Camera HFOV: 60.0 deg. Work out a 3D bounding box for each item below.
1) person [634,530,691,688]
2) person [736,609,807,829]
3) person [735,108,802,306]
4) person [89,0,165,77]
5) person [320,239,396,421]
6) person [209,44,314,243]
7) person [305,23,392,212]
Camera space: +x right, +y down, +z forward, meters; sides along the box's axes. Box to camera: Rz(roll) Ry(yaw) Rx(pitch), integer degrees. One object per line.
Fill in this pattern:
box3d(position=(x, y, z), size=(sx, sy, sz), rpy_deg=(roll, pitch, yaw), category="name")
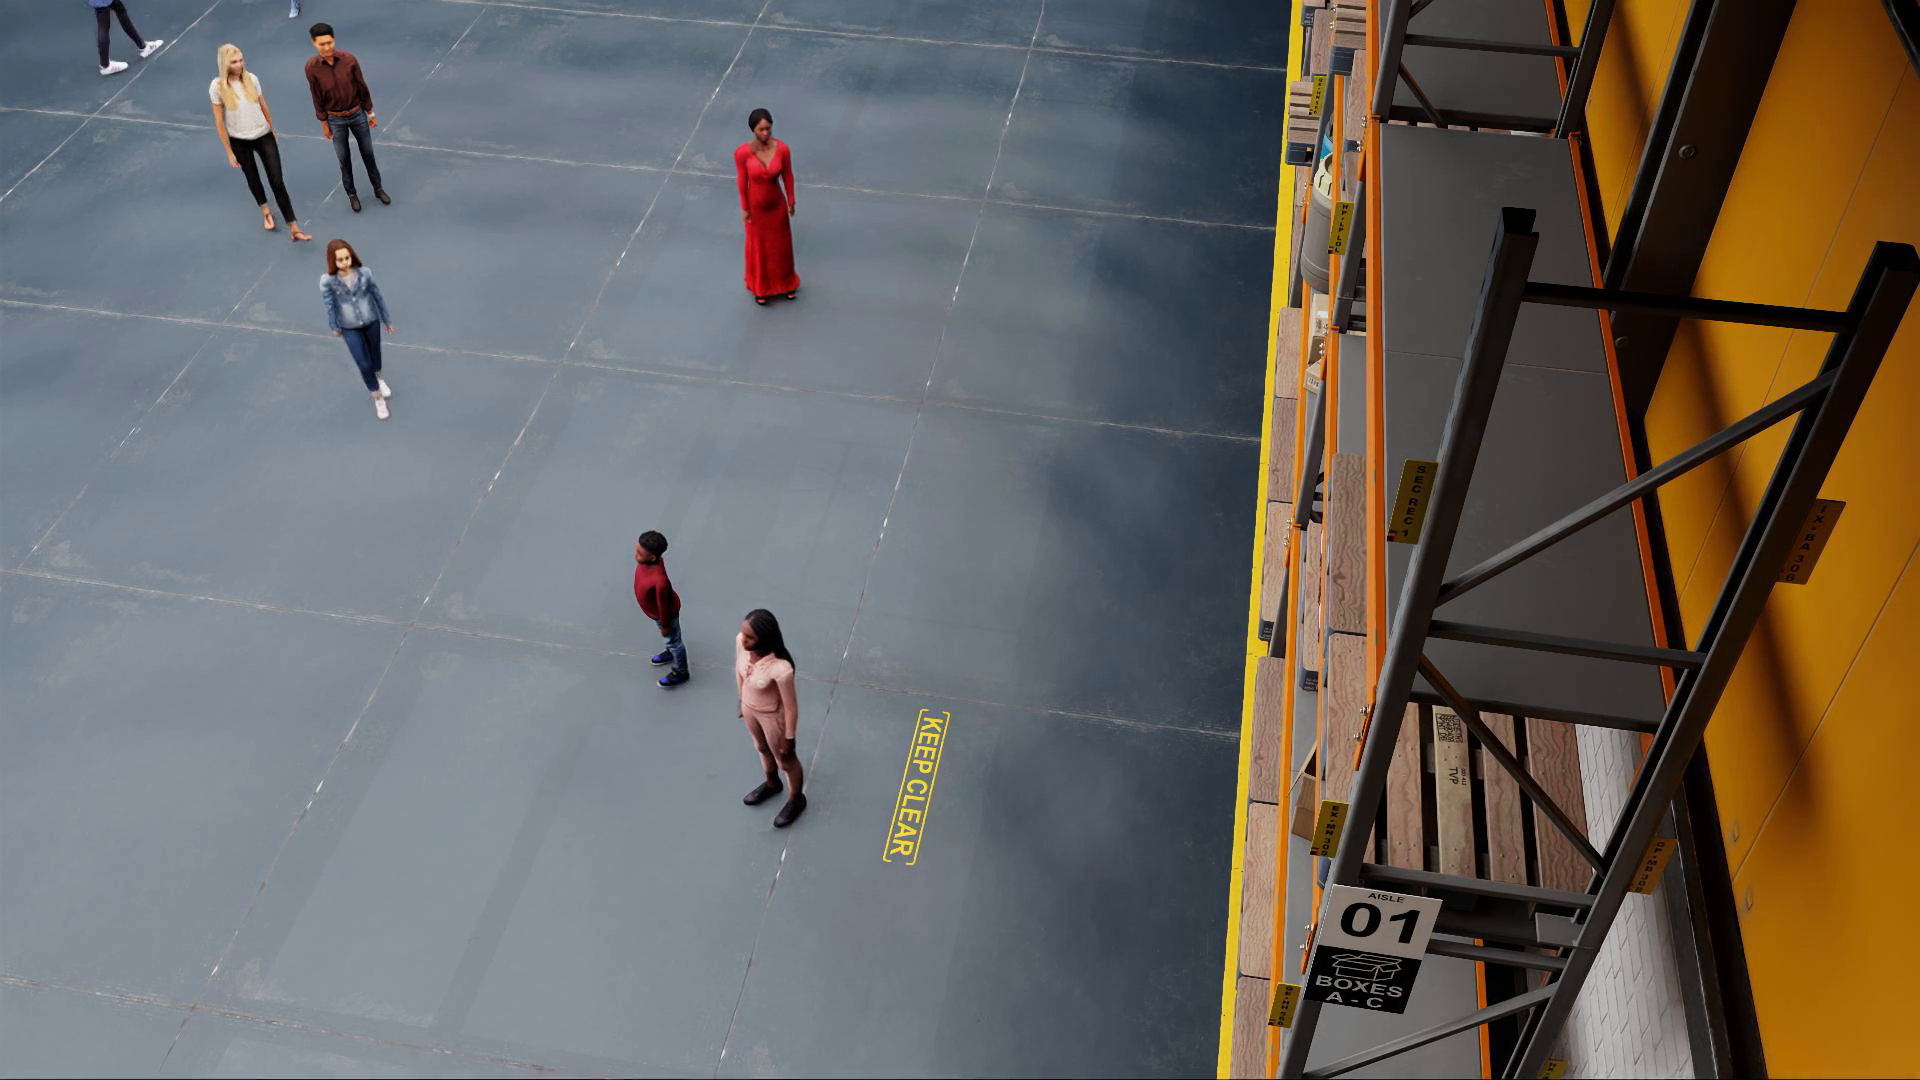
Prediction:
box3d(position=(-1.909, 0.420, 10.715), size=(0.636, 1.254, 0.555), rpy_deg=(-17, 46, -17), category="person")
box3d(position=(-1.107, 1.022, 9.745), size=(0.722, 1.720, 0.697), rpy_deg=(-35, 53, -31), category="person")
box3d(position=(-1.580, -2.731, 13.645), size=(0.736, 1.785, 0.758), rpy_deg=(-9, 44, -10), category="person")
box3d(position=(-8.670, -5.483, 16.531), size=(1.088, 1.778, 0.989), rpy_deg=(-31, 52, -29), category="person")
box3d(position=(-4.643, -1.710, 12.798), size=(0.833, 1.465, 0.901), rpy_deg=(-24, 48, -23), category="person")
box3d(position=(-6.180, -3.482, 14.417), size=(1.037, 1.797, 1.114), rpy_deg=(-22, 48, -22), category="person")
box3d(position=(-5.443, -3.754, 14.717), size=(0.704, 1.776, 0.728), rpy_deg=(-20, 47, -20), category="person")
